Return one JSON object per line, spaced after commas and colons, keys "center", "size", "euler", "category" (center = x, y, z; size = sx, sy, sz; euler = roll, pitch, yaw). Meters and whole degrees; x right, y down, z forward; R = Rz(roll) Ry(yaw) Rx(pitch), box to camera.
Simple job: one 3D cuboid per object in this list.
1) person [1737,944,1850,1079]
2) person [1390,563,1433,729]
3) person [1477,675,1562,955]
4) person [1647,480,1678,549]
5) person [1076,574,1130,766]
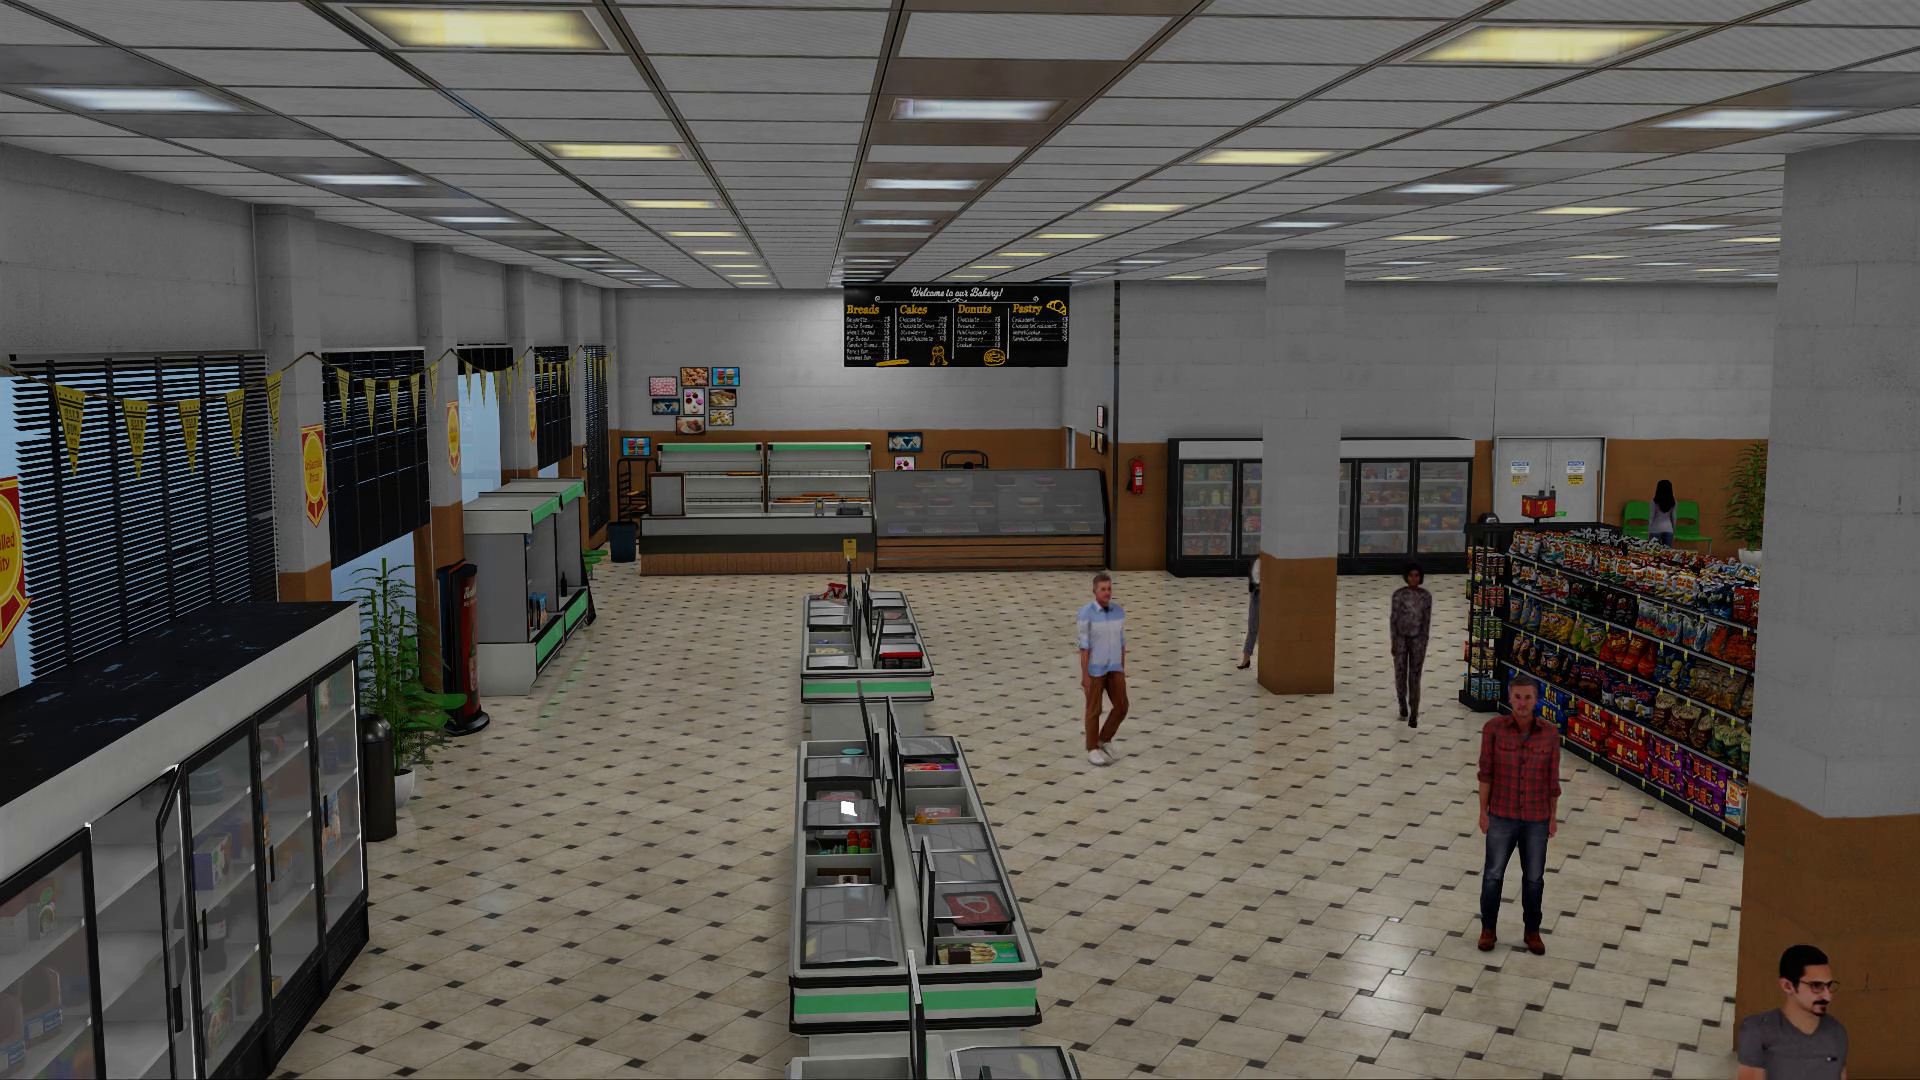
{"center": [3.116, 2.382, 6.375], "size": [0.648, 1.742, 0.922], "euler": [-1, 7, -9], "category": "person"}
{"center": [4.664, 1.096, 17.330], "size": [0.803, 1.666, 1.215], "euler": [1, 7, 11], "category": "person"}
{"center": [3.673, 1.784, 10.955], "size": [0.737, 1.831, 0.649], "euler": [1, 7, 10], "category": "person"}
{"center": [11.445, -0.121, 27.111], "size": [0.601, 1.735, 0.524], "euler": [0, 7, -2], "category": "person"}
{"center": [1.305, 1.212, 15.763], "size": [0.796, 1.812, 0.786], "euler": [-3, 8, -26], "category": "person"}
